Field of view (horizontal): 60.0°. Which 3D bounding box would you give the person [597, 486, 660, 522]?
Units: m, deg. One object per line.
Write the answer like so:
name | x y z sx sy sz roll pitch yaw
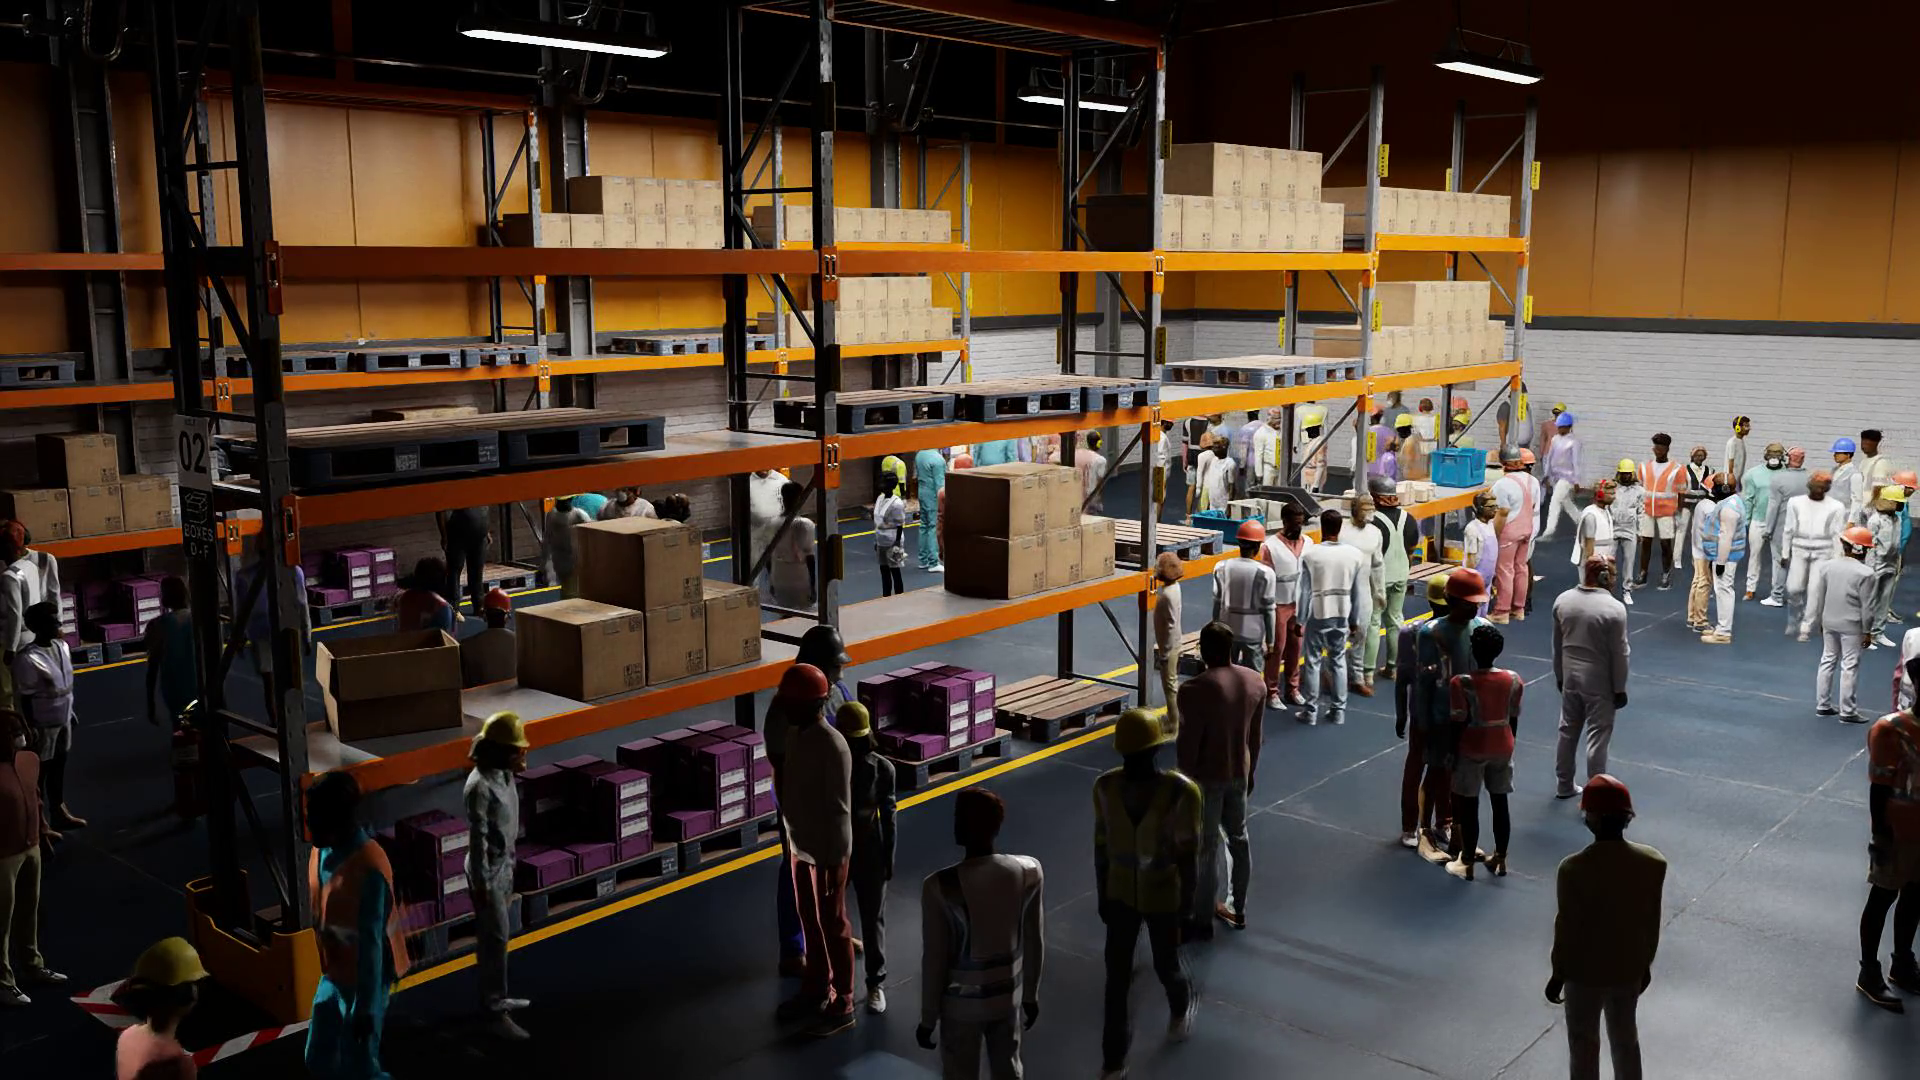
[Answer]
person | -3.335 0.283 16.594 0.674 2.000 0.535 2 10 10

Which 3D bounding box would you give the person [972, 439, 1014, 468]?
person | 0.469 -0.959 24.166 0.626 1.989 0.401 2 10 9

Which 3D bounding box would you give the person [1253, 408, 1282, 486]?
person | 4.683 -1.036 24.916 0.652 1.897 0.399 -7 12 -35

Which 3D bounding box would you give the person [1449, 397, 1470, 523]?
person | 7.690 -1.236 25.841 0.456 1.973 0.661 7 12 35

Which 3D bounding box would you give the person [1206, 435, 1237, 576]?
person | 3.365 -0.445 21.531 0.345 1.845 0.508 -5 11 -27

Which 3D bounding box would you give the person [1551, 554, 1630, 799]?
person | 4.740 1.047 12.452 0.404 1.903 0.636 -5 11 -29

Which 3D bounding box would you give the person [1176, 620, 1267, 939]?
person | 1.544 1.434 10.032 0.631 1.939 0.372 -6 11 -30

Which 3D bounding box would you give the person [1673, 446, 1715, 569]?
person | 9.716 -0.428 22.028 0.512 1.642 0.312 0 10 2

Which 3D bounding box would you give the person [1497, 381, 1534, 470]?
person | 9.572 -1.720 28.553 0.689 2.000 0.537 -5 11 -29

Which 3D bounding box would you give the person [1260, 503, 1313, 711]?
person | 2.958 0.598 15.128 0.599 1.908 0.398 -6 11 -32

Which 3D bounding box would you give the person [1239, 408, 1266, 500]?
person | 4.570 -1.216 25.934 0.591 1.915 0.401 -8 12 -38

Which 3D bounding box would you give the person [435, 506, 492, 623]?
person | -5.586 -0.099 18.874 0.538 2.000 0.684 8 12 39

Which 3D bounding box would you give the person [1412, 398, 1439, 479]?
person | 7.623 -1.395 27.207 0.564 1.841 0.389 -4 10 -21

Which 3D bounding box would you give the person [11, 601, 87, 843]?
person | -6.433 1.267 11.744 0.320 1.695 0.537 1 10 5

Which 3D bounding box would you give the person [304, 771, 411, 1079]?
person | -2.635 1.913 7.280 0.595 1.901 0.462 9 13 43

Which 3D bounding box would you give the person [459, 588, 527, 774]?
person | -3.310 1.209 11.953 0.570 1.743 0.353 -3 10 -15

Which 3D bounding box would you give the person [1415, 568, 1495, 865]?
person | 3.355 1.186 11.231 0.606 2.036 0.407 -4 10 -21

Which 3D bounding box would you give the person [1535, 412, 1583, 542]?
person | 8.837 -0.921 24.201 0.952 1.916 0.599 -2 10 -11

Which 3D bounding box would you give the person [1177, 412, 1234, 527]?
person | 3.759 -1.080 24.883 1.027 1.984 0.629 -3 10 -17

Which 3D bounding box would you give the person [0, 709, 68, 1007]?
person | -5.213 1.728 9.174 0.284 1.636 0.500 1 10 9

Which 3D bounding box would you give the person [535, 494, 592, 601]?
person | -4.052 0.289 17.069 0.593 1.869 0.957 7 12 37

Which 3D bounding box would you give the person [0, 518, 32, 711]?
person | -8.385 0.705 14.703 0.568 1.838 0.383 -2 10 -13

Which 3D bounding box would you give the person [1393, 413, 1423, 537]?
person | 6.354 -0.862 23.833 0.700 1.897 0.603 2 10 14

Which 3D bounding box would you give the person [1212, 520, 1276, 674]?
person | 2.388 0.787 13.954 0.552 1.923 0.391 5 11 30

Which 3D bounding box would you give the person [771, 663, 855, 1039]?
person | -0.782 1.619 8.796 0.408 1.986 0.617 -6 11 -32

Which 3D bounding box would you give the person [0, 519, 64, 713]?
person | -8.050 0.746 14.327 0.584 1.878 0.362 -3 10 -18

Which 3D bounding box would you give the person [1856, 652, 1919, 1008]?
person | 5.228 1.571 9.124 0.602 1.967 0.366 -4 10 -21

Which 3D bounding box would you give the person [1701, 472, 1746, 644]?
person | 8.164 0.186 17.810 0.430 1.837 0.629 5 11 25

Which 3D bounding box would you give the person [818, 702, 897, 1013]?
person | -0.583 1.712 8.986 0.487 1.738 0.321 0 10 0

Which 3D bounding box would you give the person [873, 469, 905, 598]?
person | -0.823 0.037 19.086 0.318 1.699 0.536 -6 11 -34

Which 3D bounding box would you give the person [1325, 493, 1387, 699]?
person | 3.689 0.513 15.553 0.668 1.928 0.440 -5 11 -29

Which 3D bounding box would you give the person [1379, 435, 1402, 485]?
person | 6.076 -0.673 23.530 0.323 1.631 0.526 1 10 6

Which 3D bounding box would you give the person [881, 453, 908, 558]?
person | -0.897 -0.585 22.832 0.320 1.686 0.540 -5 11 -29

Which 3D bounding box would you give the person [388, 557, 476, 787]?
person | -4.114 1.013 12.982 0.620 1.797 0.963 7 12 35

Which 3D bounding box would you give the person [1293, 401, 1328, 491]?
person | 6.028 -1.666 28.597 0.590 1.919 0.395 -1 10 -4

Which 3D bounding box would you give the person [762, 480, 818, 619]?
person | -1.642 0.394 16.219 0.636 1.942 0.488 5 11 29

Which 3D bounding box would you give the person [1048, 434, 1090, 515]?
person | 1.474 -0.562 22.216 0.664 1.859 1.014 -2 10 -10

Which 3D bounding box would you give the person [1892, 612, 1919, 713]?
person | 6.748 1.237 11.552 0.403 1.823 0.586 -6 11 -32

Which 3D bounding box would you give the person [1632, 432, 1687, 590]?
person | 8.672 -0.361 20.664 0.612 1.963 0.362 9 13 44

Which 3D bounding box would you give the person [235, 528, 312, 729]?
person | -5.820 0.787 14.093 0.569 1.885 0.974 -6 11 -32

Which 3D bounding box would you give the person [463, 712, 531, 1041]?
person | -2.428 1.751 8.790 0.381 1.720 0.501 1 10 5
